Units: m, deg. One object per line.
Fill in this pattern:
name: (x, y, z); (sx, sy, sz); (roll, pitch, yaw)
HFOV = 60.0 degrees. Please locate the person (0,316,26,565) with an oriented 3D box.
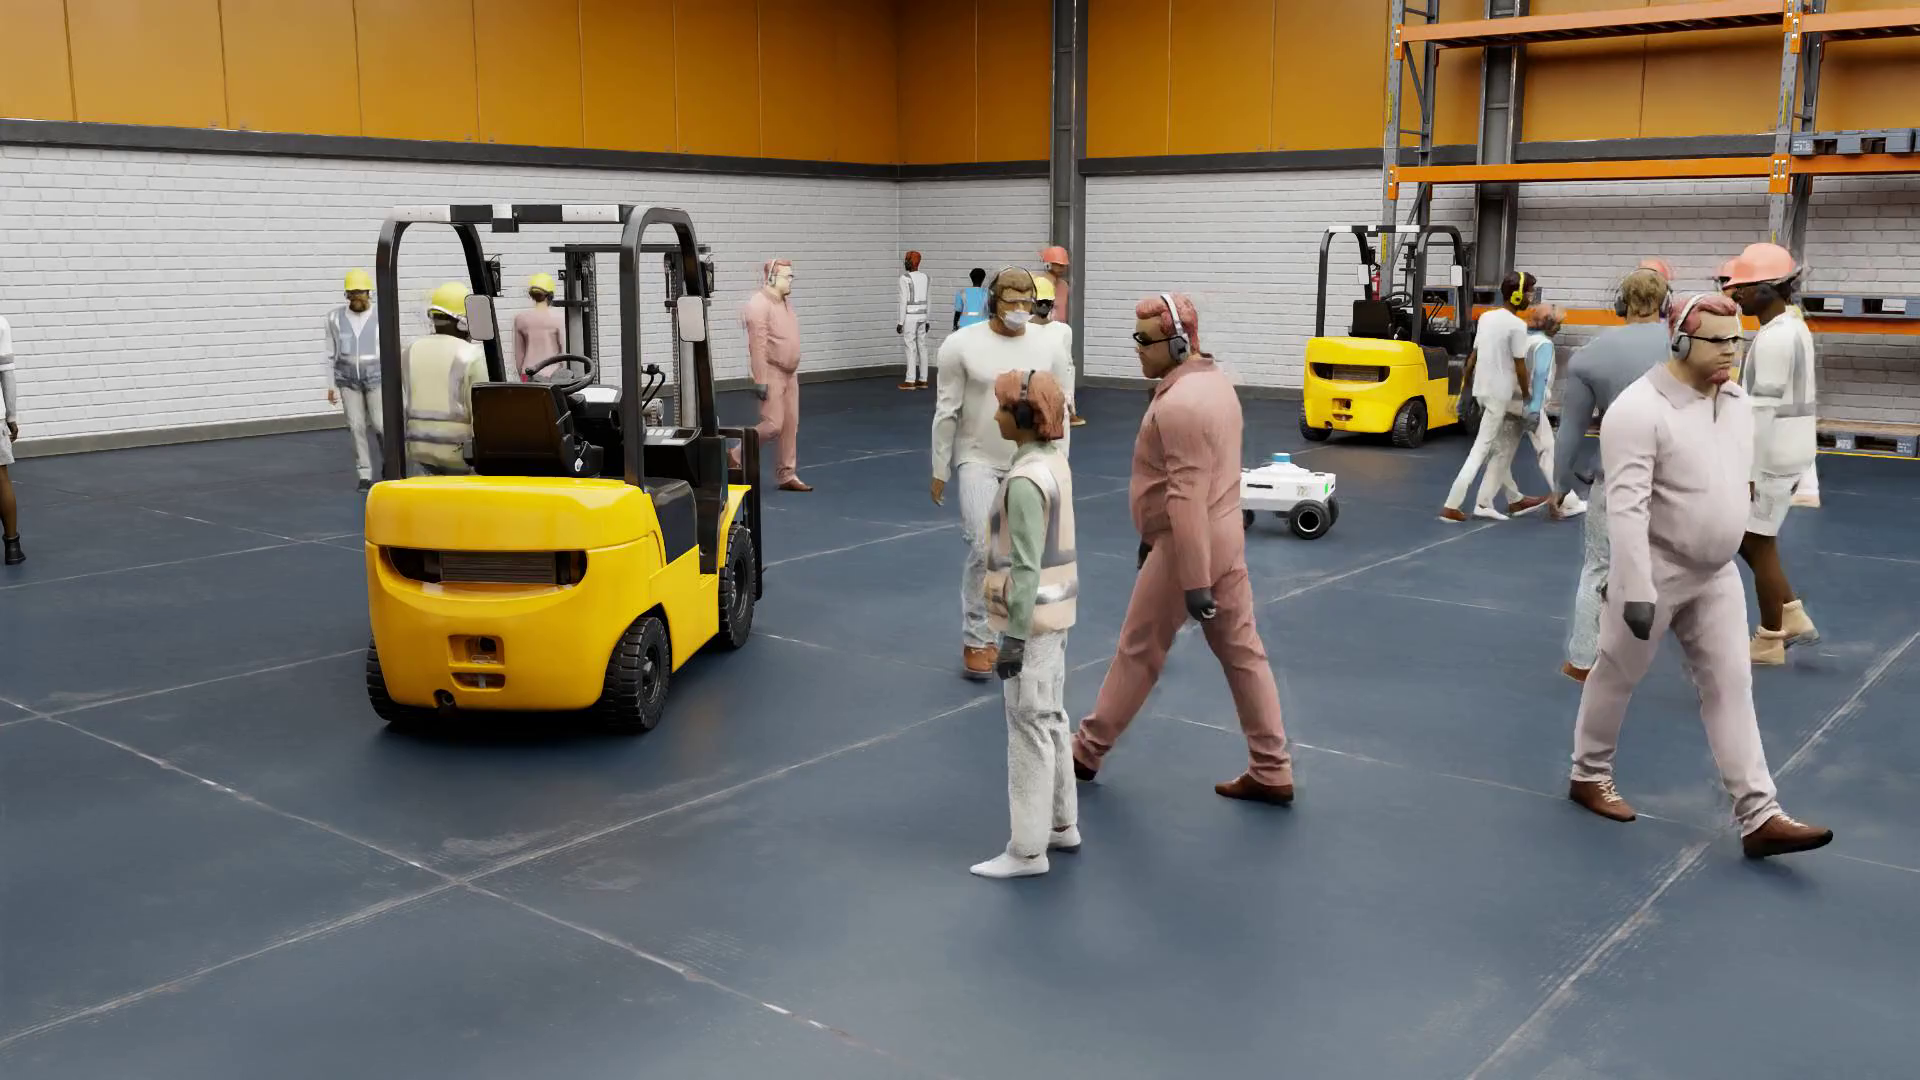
person: (-6.159, -0.784, 10.329); (0.547, 1.938, 0.377); (-7, 12, -34)

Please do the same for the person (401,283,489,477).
person: (-2.701, -0.486, 9.043); (0.620, 1.796, 0.806); (4, 11, 19)

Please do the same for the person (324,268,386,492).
person: (-4.837, -1.291, 13.489); (0.593, 1.819, 0.442); (-2, 10, -9)

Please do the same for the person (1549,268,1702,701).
person: (3.062, -0.235, 7.385); (0.842, 1.910, 0.563); (4, 11, 23)

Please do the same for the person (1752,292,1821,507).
person: (6.166, -1.148, 12.755); (0.987, 1.780, 0.642); (7, 12, 32)

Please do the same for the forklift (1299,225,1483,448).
forklift: (4.449, -2.115, 16.993); (1.214, 2.155, 2.313); (8, 13, 38)

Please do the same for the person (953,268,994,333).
person: (0.191, -2.737, 21.882); (0.559, 1.664, 0.420); (1, 10, 7)

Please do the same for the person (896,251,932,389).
person: (-0.632, -3.003, 22.776); (0.348, 1.882, 0.584); (10, 14, 43)

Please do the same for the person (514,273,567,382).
person: (-3.569, -1.434, 14.459); (0.547, 1.733, 0.800); (1, 10, 7)

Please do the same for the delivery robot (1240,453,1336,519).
delivery robot: (2.233, -0.360, 11.553); (0.707, 0.478, 0.477); (4, 11, 20)

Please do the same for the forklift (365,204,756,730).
forklift: (-1.766, -0.406, 7.525); (1.214, 2.155, 2.313); (1, 10, 7)

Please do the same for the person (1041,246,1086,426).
person: (1.045, -2.189, 18.033); (0.623, 1.956, 0.830); (-9, 13, -40)

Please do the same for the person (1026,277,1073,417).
person: (0.585, -1.028, 12.159); (0.533, 1.767, 0.324); (-4, 11, -19)

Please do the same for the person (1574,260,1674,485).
person: (5.548, -1.297, 13.344); (0.995, 1.872, 0.656); (9, 13, 40)

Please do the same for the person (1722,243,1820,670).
person: (3.799, -0.385, 7.886); (0.458, 2.019, 0.644); (6, 12, 30)

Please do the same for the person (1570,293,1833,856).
person: (2.443, 0.119, 5.550); (0.676, 1.850, 0.993); (-4, 11, -23)

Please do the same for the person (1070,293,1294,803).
person: (0.758, 0.041, 6.013); (1.031, 1.835, 0.656); (5, 11, 26)

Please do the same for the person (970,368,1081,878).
person: (0.228, 0.269, 5.336); (0.308, 1.640, 0.519); (2, 10, 11)

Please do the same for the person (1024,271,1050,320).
person: (0.622, -1.761, 16.323); (0.490, 1.723, 0.598); (-2, 10, -9)

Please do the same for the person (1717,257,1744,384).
person: (5.454, -1.064, 11.951); (0.455, 1.909, 0.579); (9, 14, 41)

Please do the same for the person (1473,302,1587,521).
person: (4.169, -0.913, 12.009); (0.894, 1.575, 0.572); (-1, 10, -4)

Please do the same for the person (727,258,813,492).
person: (-1.534, -1.323, 13.447); (0.630, 1.890, 0.665); (4, 11, 22)

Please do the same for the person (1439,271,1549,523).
person: (3.887, -1.016, 11.968); (0.955, 1.809, 0.560); (-3, 11, -16)

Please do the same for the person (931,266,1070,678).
person: (0.213, -0.303, 7.726); (0.644, 1.909, 0.668); (-3, 11, -17)
